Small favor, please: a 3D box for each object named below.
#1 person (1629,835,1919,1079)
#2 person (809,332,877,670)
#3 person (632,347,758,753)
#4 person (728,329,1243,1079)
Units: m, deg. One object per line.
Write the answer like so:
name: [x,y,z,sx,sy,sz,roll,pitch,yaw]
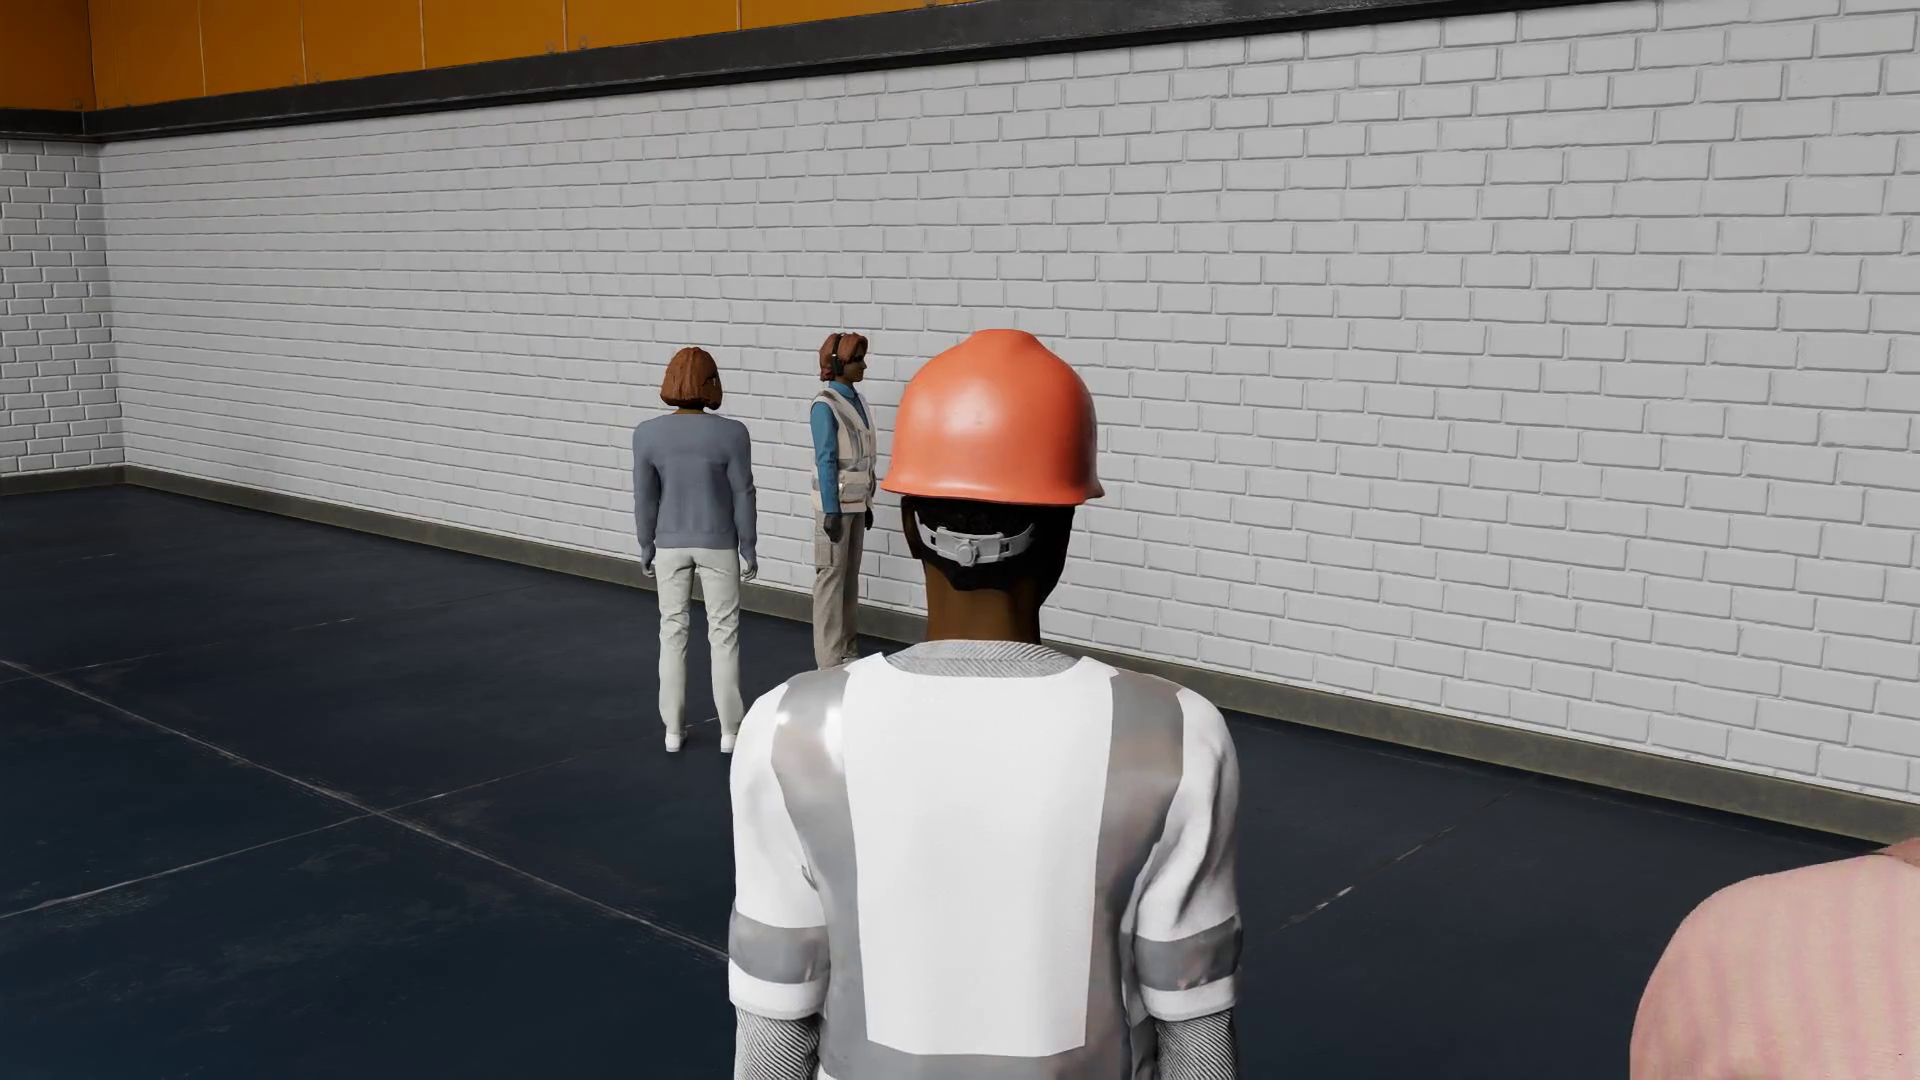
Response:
person: [0.852,0.870,1.357,0.664,1.852,0.986,5,11,25]
person: [-0.542,-0.141,7.727,0.308,1.640,0.511,3,10,14]
person: [-1.052,0.047,6.671,0.499,1.634,0.279,1,10,7]
person: [0.029,0.737,1.880,0.551,1.935,0.375,1,10,3]
